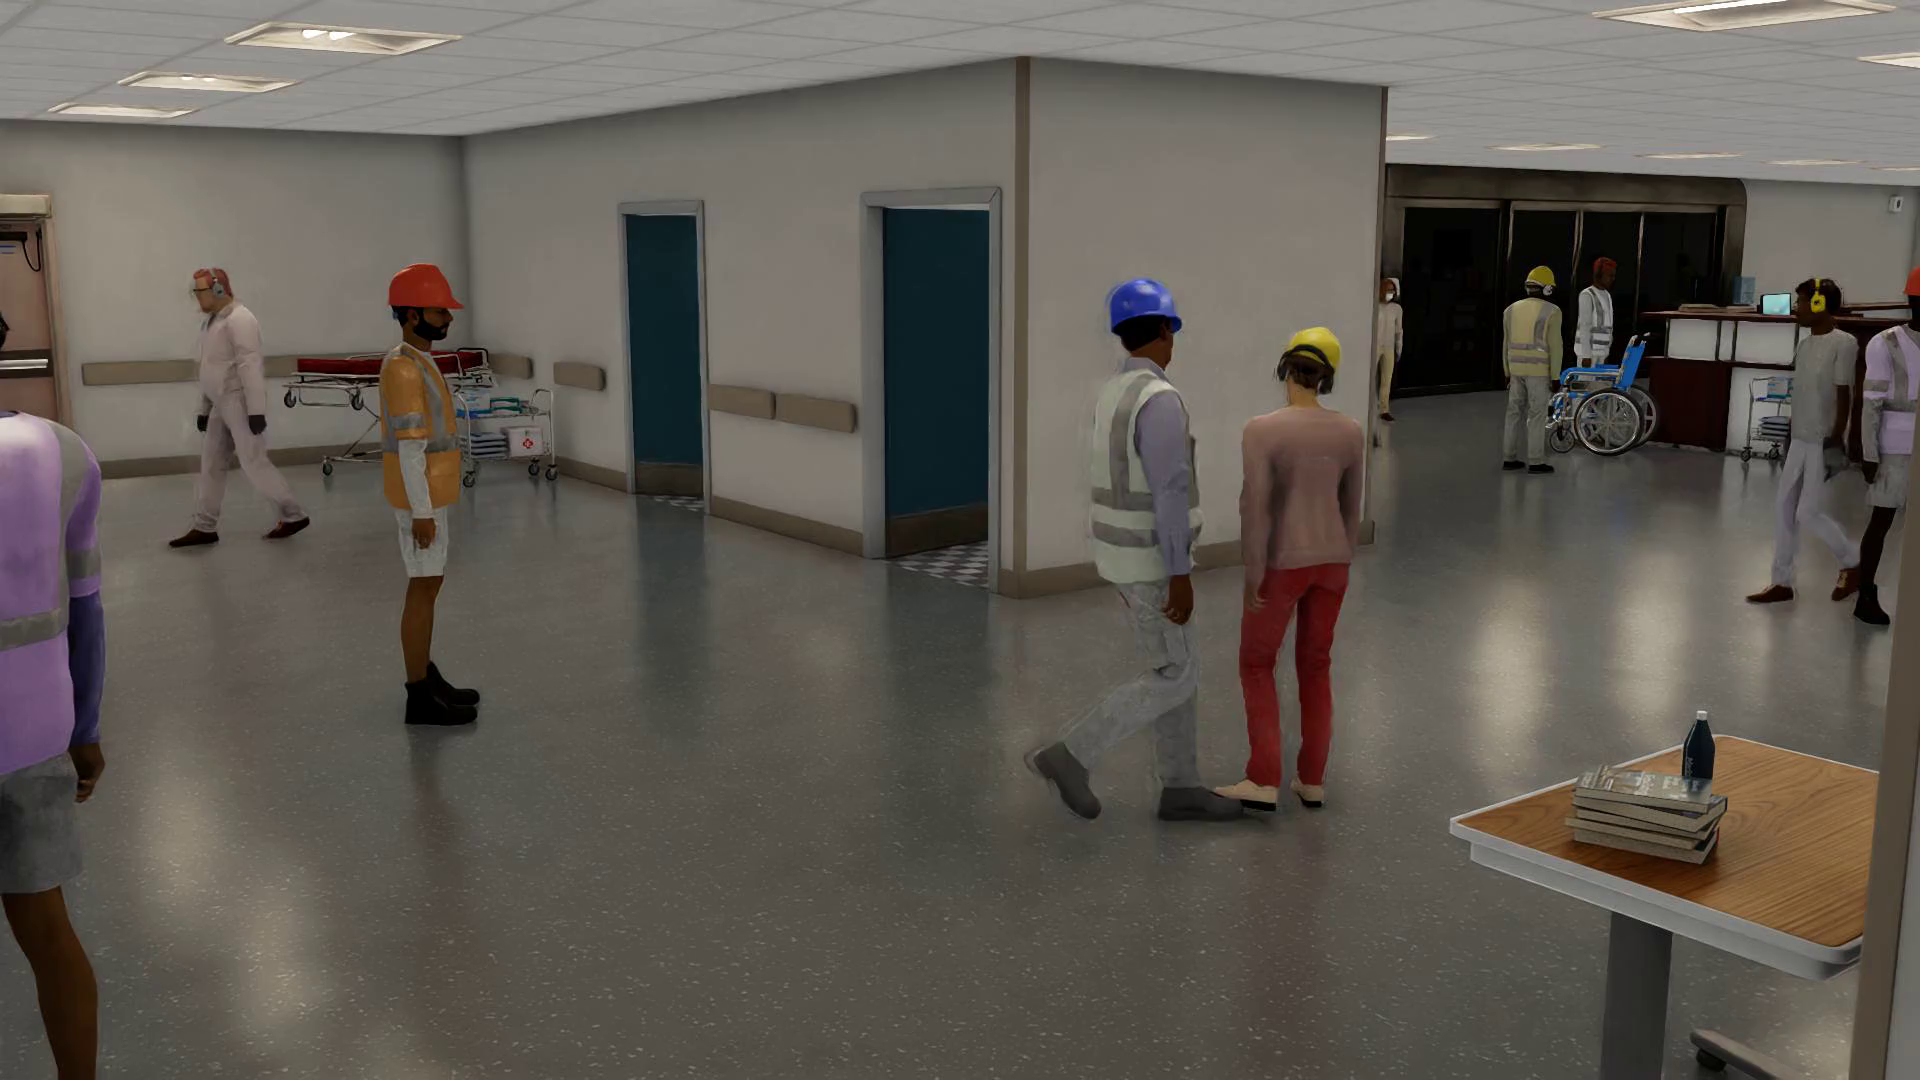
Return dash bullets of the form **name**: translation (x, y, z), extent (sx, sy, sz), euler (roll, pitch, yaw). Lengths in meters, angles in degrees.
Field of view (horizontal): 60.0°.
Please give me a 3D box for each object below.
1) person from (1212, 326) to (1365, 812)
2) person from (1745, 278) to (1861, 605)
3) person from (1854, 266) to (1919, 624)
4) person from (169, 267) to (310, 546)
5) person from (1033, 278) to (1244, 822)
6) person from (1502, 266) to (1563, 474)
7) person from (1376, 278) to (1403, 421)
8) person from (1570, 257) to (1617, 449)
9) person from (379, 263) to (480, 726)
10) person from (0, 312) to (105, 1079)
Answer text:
- **person**: translation (1.217, 0.100, 6.002), extent (0.570, 1.723, 0.445), euler (-4, 11, -23)
- **person**: translation (4.751, -0.537, 9.274), extent (0.614, 1.827, 0.548), euler (-2, 10, -9)
- **person**: translation (5.042, -0.494, 8.786), extent (0.539, 1.929, 0.384), euler (0, 10, -1)
- **person**: translation (-4.918, -0.882, 11.194), extent (0.874, 1.872, 0.689), euler (-9, 13, -40)
- **person**: translation (0.643, 0.066, 5.701), extent (0.674, 1.902, 0.635), euler (-1, 10, -5)
- **person**: translation (5.059, -1.495, 14.681), extent (0.403, 1.824, 0.597), euler (-7, 12, -33)
- **person**: translation (4.797, -2.153, 18.922), extent (0.504, 1.628, 0.285), euler (-2, 10, -14)
- **person**: translation (6.267, -1.843, 16.438), extent (0.359, 1.887, 0.573), euler (9, 13, 40)
- **person**: translation (-2.240, -0.190, 7.036), extent (0.359, 1.936, 0.552), euler (-2, 10, -12)
- **person**: translation (-2.044, 0.412, 3.427), extent (0.409, 2.028, 0.618), euler (3, 11, 19)
